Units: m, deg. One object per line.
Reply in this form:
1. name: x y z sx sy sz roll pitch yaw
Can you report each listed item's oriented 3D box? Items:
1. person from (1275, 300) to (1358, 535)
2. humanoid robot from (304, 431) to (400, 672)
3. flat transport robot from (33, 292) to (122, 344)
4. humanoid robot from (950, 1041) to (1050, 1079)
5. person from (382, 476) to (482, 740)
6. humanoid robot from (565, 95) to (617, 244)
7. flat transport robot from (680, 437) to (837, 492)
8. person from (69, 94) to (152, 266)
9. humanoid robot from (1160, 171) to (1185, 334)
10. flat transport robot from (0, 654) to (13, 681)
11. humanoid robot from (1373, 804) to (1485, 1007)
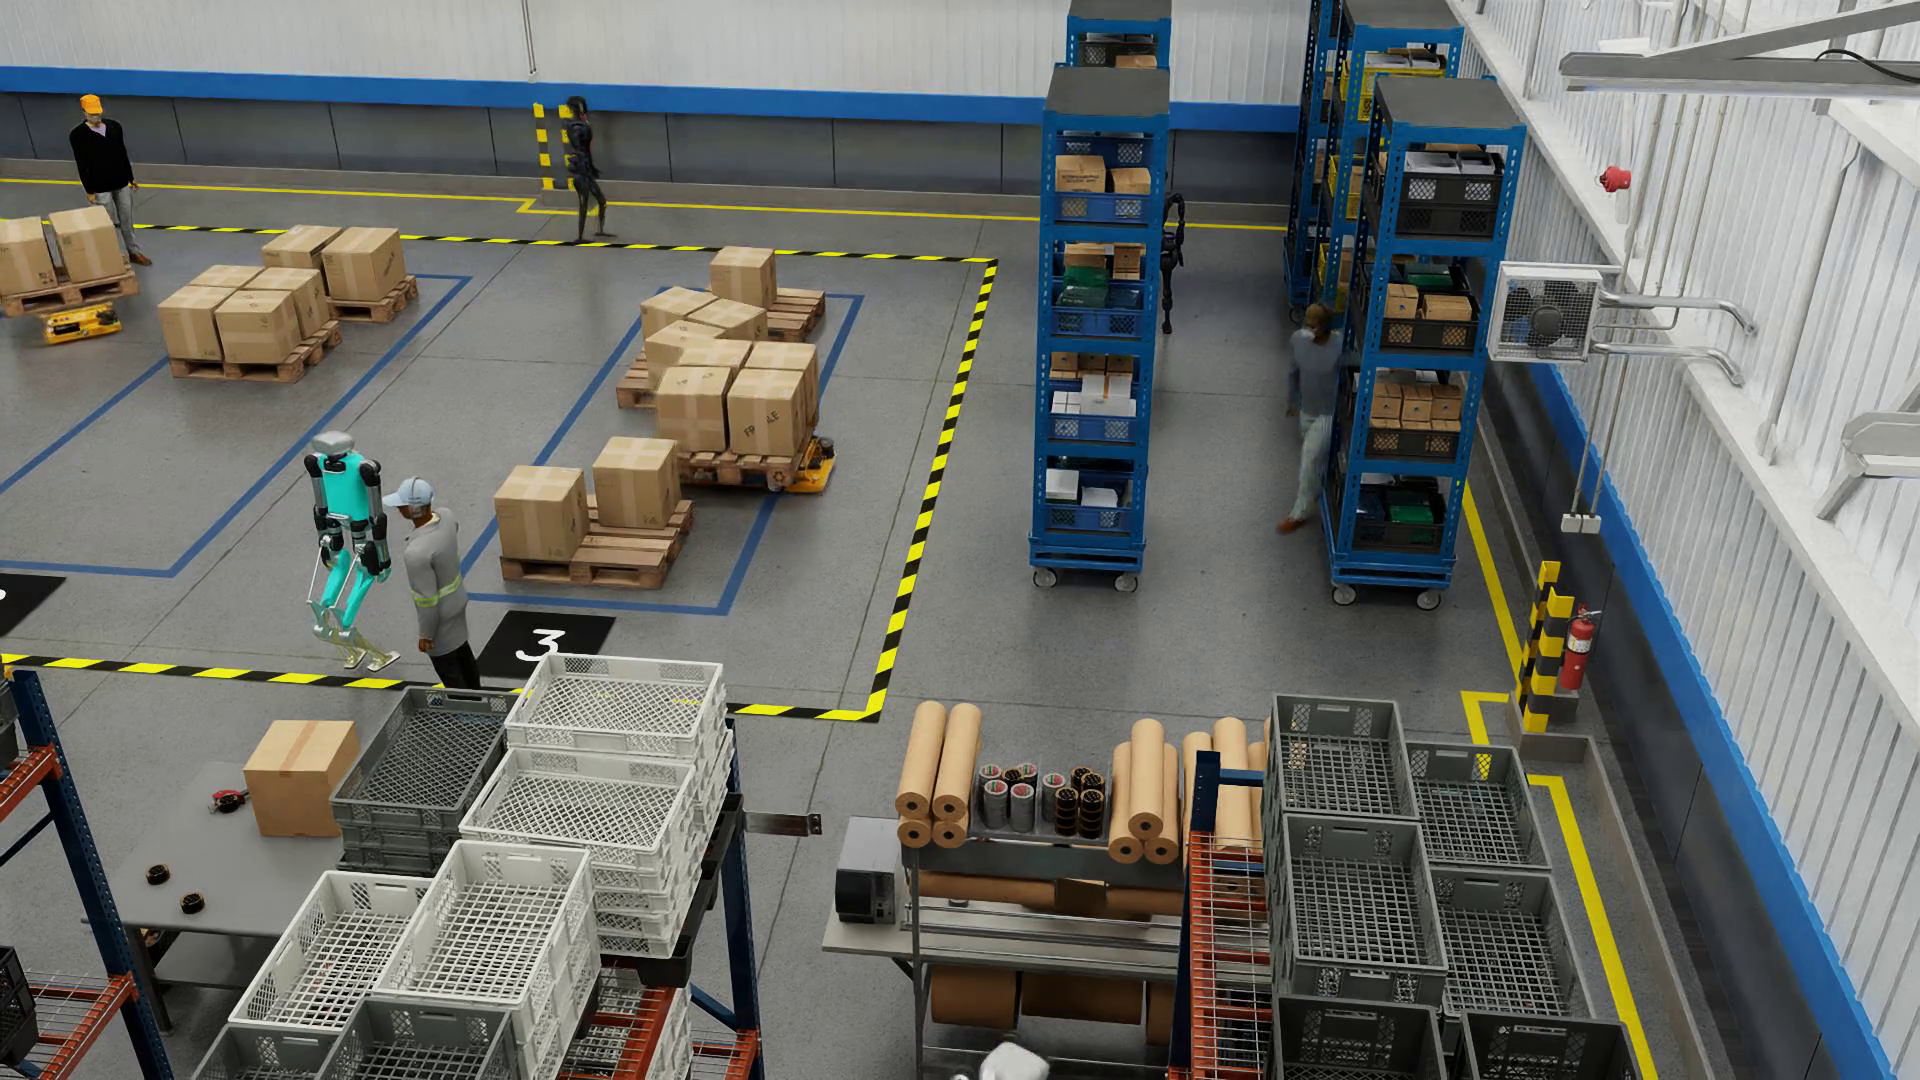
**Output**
1. person: 2.818 -1.007 12.805 0.867 1.891 0.644 -16 34 -25
2. humanoid robot: -4.055 0.152 10.824 0.533 1.673 0.735 9 31 16
3. flat transport robot: -8.908 -2.361 16.700 0.652 0.197 1.431 -18 35 -28
4. humanoid robot: 0.267 2.594 6.768 0.553 1.725 1.051 14 33 22
5. person: -3.268 0.430 10.360 0.384 1.851 0.596 2 30 3
6. humanoid robot: -4.092 -4.045 18.221 0.469 1.644 0.585 -2 30 -4
7. flat transport robot: -1.785 -0.664 13.786 1.431 0.197 0.652 3 30 6
8. person: -8.952 -3.757 17.524 0.380 1.880 0.589 16 34 26
9. humanoid robot: 1.885 -2.797 16.062 0.599 1.657 0.315 -5 31 -8
10. flat transport robot: -7.142 0.969 11.010 1.431 0.231 0.659 3 30 6
11. humanoid robot: 2.394 1.777 8.267 0.613 1.619 0.793 -5 31 -8
